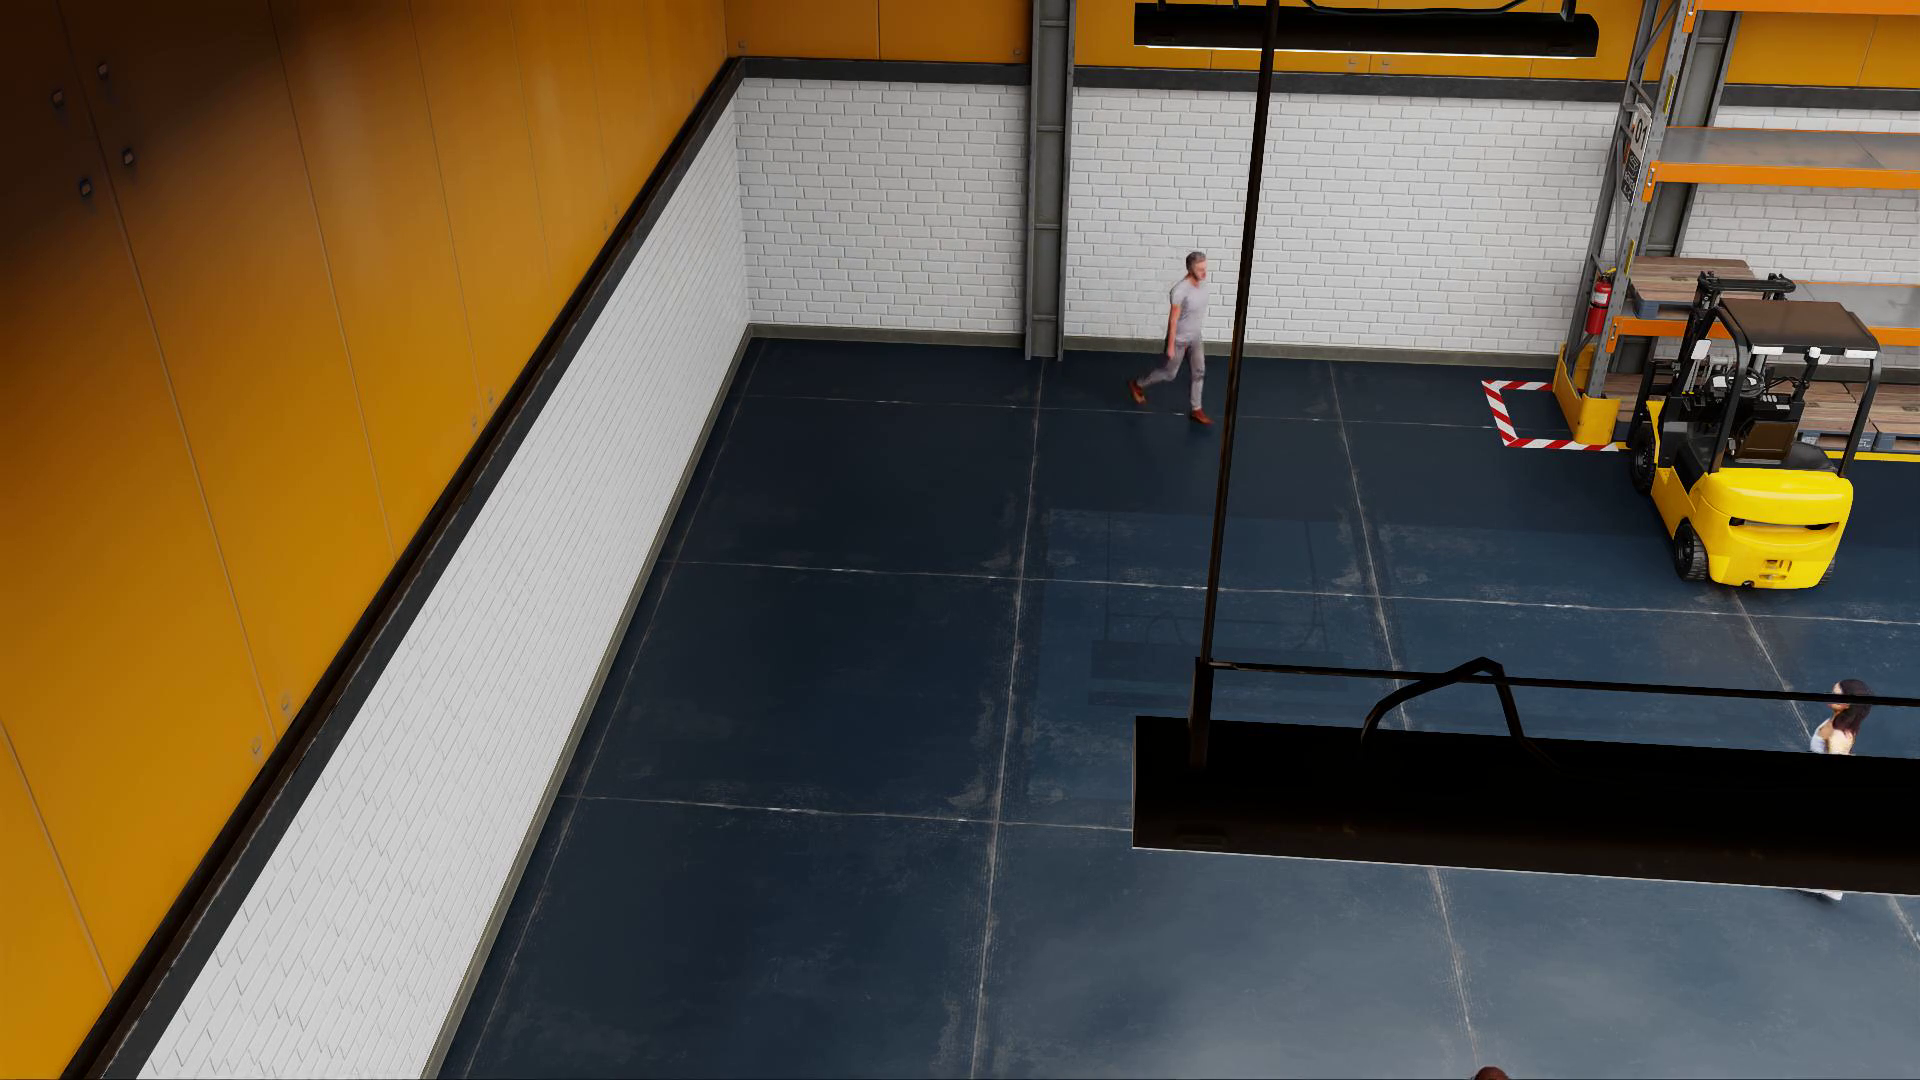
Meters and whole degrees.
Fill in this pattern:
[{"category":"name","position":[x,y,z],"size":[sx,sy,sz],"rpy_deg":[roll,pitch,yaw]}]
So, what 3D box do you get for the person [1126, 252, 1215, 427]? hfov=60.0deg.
[{"category":"person","position":[2.063,-1.971,16.023],"size":[1.298,1.785,1.152],"rpy_deg":[23,40,31]}]
